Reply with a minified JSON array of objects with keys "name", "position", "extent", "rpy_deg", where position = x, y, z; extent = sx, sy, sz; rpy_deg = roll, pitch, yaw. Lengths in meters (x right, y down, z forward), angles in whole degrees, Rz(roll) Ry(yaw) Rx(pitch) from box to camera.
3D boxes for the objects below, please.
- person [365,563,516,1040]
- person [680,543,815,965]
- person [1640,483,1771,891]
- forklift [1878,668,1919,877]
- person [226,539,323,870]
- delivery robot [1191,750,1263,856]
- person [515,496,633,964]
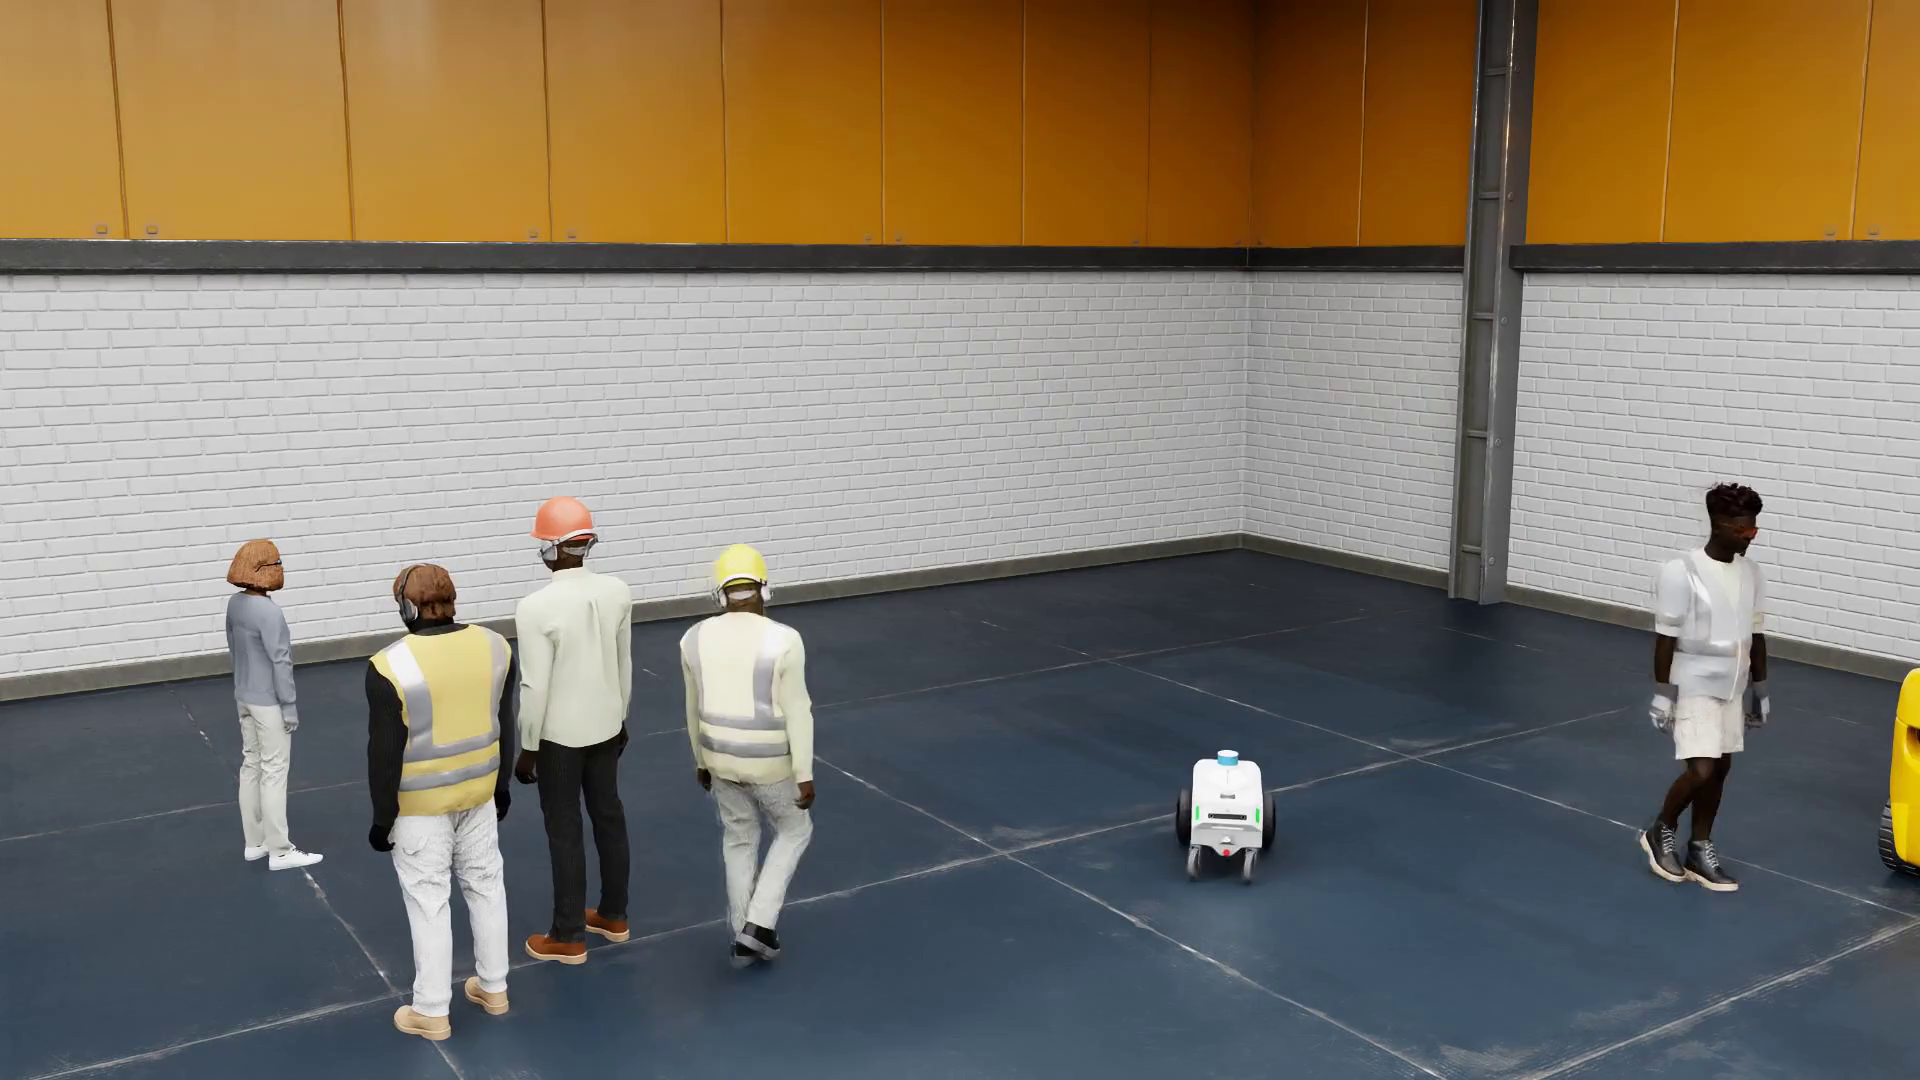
[{"name":"person","position":[-2.008,0.996,6.428],"extent":[0.428,1.835,0.633],"rpy_deg":[8,12,39]},{"name":"person","position":[-0.866,0.914,6.998],"extent":[0.632,1.802,0.429],"rpy_deg":[4,10,24]},{"name":"person","position":[3.550,0.695,7.858],"extent":[0.642,1.954,0.405],"rpy_deg":[-4,10,-23]},{"name":"forklift","position":[5.511,0.571,7.906],"extent":[2.313,2.155,1.214],"rpy_deg":[-6,11,-33]},{"name":"person","position":[-3.410,0.804,8.189],"extent":[0.497,1.633,0.284],"rpy_deg":[8,12,40]},{"name":"delivery robot","position":[1.322,1.287,8.239],"extent":[0.477,0.478,0.707],"rpy_deg":[1,10,9]},{"name":"person","position":[-1.650,0.803,7.108],"extent":[0.381,1.994,0.620],"rpy_deg":[6,11,32]}]
